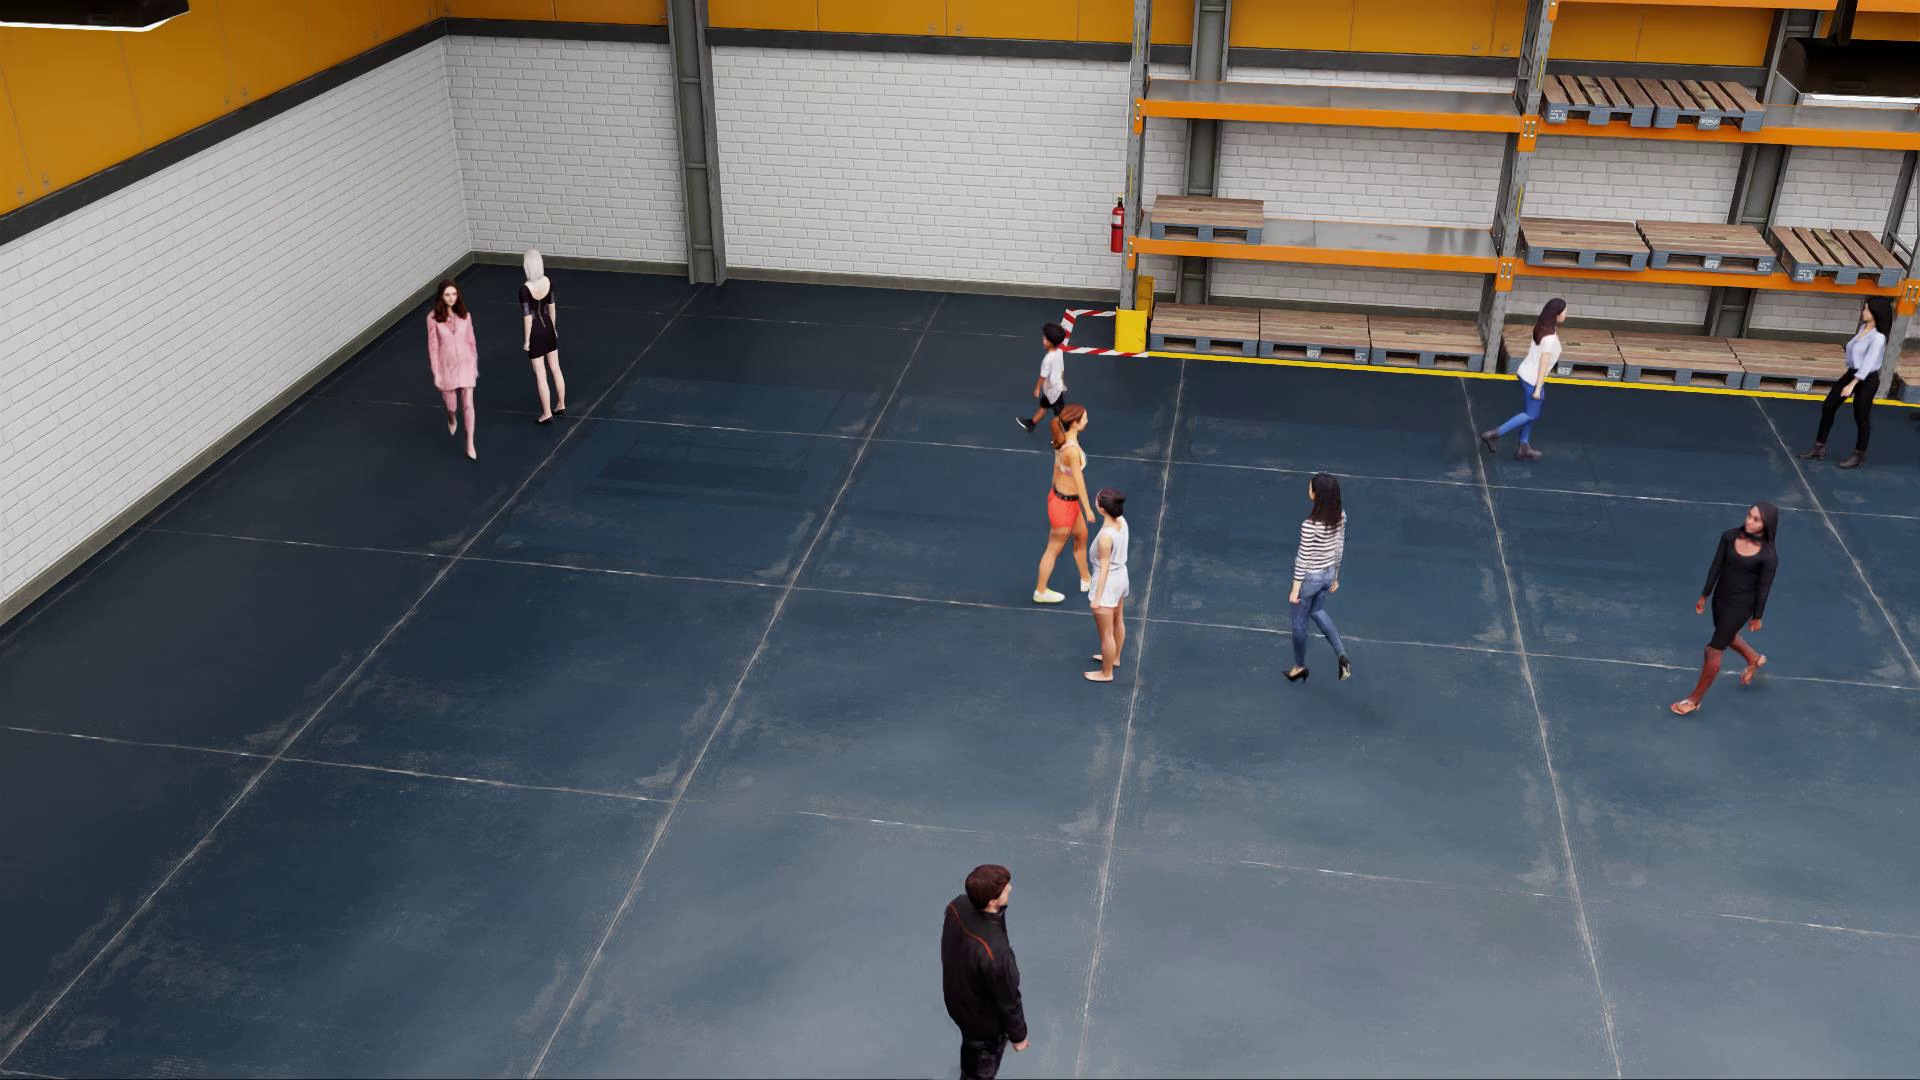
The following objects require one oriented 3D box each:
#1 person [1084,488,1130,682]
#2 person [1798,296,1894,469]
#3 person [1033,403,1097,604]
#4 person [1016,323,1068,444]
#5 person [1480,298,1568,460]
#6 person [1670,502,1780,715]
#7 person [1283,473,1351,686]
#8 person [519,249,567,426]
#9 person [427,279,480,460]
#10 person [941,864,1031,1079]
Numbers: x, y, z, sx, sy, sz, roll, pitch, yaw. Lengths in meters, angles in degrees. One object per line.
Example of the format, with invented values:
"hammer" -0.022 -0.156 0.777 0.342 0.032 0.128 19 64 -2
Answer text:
"person" 1.132 0.319 12.541 0.588 1.619 0.617 12 31 21
"person" 8.581 -1.452 15.681 0.848 1.722 0.700 1 29 2
"person" 0.757 -0.256 13.438 0.970 1.770 0.741 -3 29 -5
"person" 0.969 -1.489 16.267 0.915 1.224 0.647 13 31 23
"person" 5.348 -1.493 15.824 0.921 1.656 0.698 0 29 0
"person" 5.716 0.474 12.182 1.221 1.691 1.021 -11 31 -20
"person" 2.686 0.358 12.298 0.843 1.784 0.924 -23 36 -35
"person" -4.189 -2.036 16.639 0.624 1.830 0.648 17 33 28
"person" -4.875 -1.663 16.001 0.893 1.784 0.930 -15 32 -25
"person" 0.022 2.418 8.479 0.882 1.825 0.856 -13 31 -23
